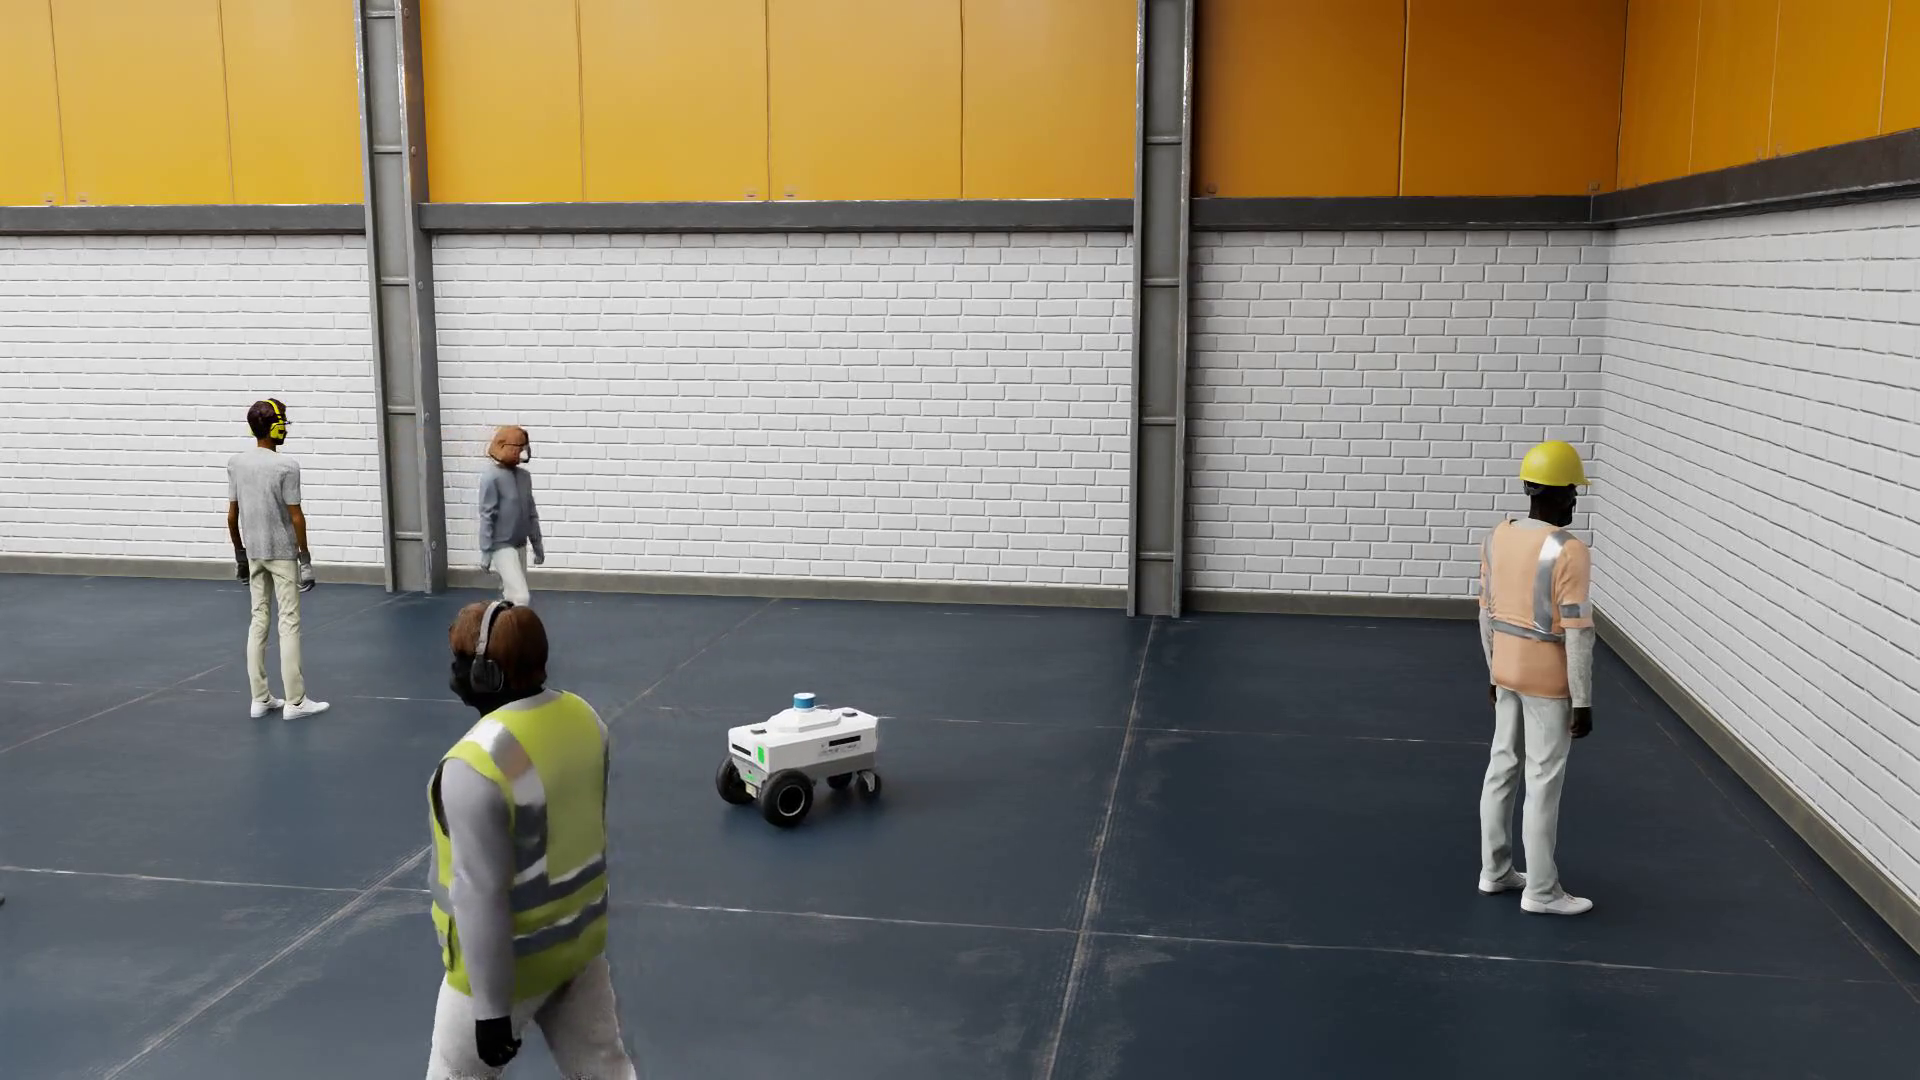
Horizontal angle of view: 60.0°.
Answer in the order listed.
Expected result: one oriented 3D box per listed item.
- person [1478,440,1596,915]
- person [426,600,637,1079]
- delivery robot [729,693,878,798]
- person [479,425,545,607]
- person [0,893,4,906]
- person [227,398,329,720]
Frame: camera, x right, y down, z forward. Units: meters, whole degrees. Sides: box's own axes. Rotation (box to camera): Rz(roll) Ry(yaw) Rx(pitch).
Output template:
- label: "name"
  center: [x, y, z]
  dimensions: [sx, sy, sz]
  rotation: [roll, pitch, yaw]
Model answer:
- label: "person"
  center: [2.350, 0.556, 6.765]
  dimensions: [0.363, 1.927, 0.587]
  rotation: [-4, 10, -23]
- label: "person"
  center: [-1.151, 1.032, 4.244]
  dimensions: [0.985, 1.790, 0.648]
  rotation: [3, 10, 19]
- label: "delivery robot"
  center: [-0.750, 0.985, 8.055]
  dimensions: [0.707, 0.478, 0.477]
  rotation: [-7, 11, -36]
- label: "person"
  center: [-2.863, 0.070, 10.685]
  dimensions: [0.367, 1.616, 0.536]
  rotation: [3, 10, 16]
- label: "person"
  center: [-4.168, 0.631, 6.553]
  dimensions: [0.562, 1.847, 0.390]
  rotation: [0, 9, -2]
- label: "person"
  center: [-3.995, 0.112, 9.686]
  dimensions: [0.532, 1.868, 0.310]
  rotation: [3, 10, 17]
